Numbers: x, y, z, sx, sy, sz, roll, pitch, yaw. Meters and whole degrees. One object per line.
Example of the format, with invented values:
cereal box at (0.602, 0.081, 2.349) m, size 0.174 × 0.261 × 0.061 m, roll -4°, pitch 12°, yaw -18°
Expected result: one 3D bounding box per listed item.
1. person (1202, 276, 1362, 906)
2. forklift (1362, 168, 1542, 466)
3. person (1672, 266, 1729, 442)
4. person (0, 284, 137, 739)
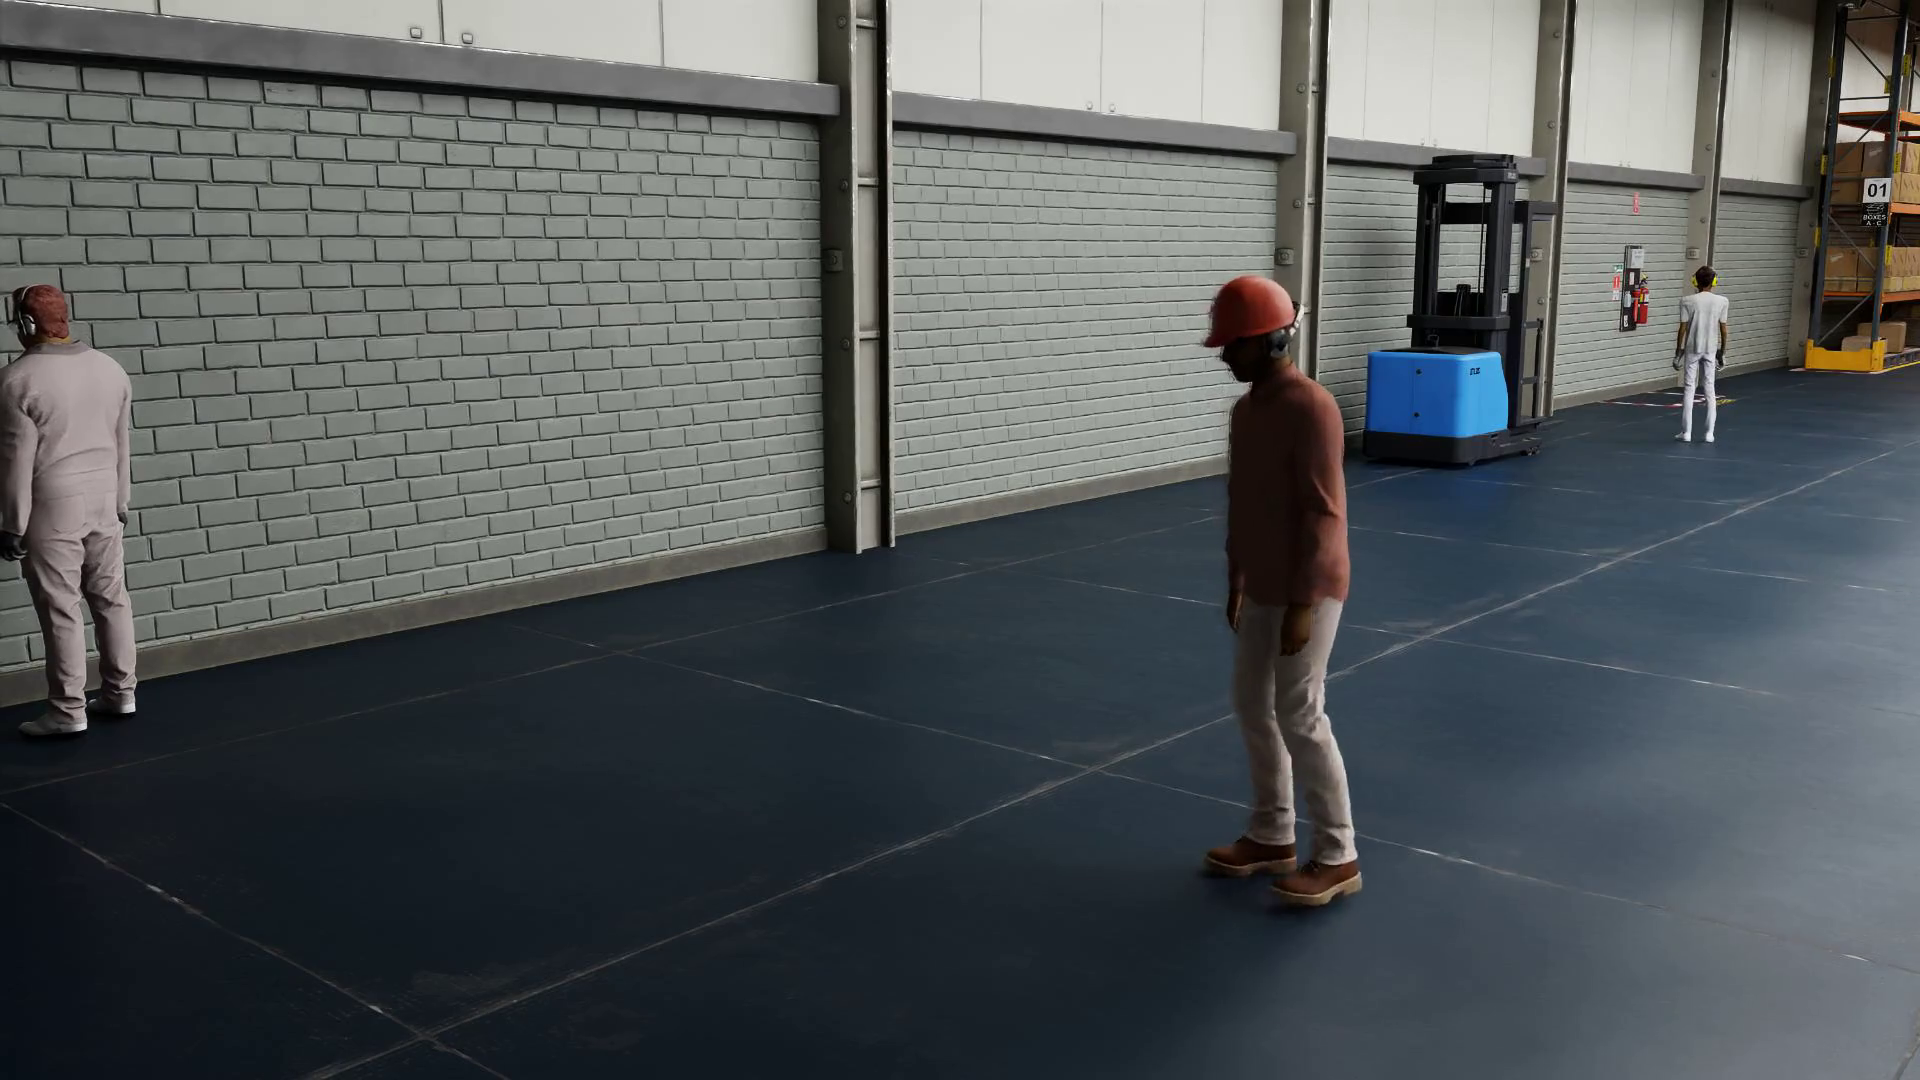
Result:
person at (1.009, 0.152, 5.299) m, size 0.521 × 1.966 × 0.656 m, roll -3°, pitch 10°, yaw -14°
forklift at (4.875, -2.212, 16.287) m, size 1.129 × 2.768 × 1.873 m, roll 8°, pitch 13°, yaw 40°
person at (7.888, -1.979, 17.732) m, size 0.532 × 1.864 × 0.312 m, roll 2°, pitch 10°, yaw 11°
person at (-3.810, -0.123, 7.055) m, size 0.410 × 1.905 × 0.640 m, roll 3°, pitch 11°, yaw 18°
